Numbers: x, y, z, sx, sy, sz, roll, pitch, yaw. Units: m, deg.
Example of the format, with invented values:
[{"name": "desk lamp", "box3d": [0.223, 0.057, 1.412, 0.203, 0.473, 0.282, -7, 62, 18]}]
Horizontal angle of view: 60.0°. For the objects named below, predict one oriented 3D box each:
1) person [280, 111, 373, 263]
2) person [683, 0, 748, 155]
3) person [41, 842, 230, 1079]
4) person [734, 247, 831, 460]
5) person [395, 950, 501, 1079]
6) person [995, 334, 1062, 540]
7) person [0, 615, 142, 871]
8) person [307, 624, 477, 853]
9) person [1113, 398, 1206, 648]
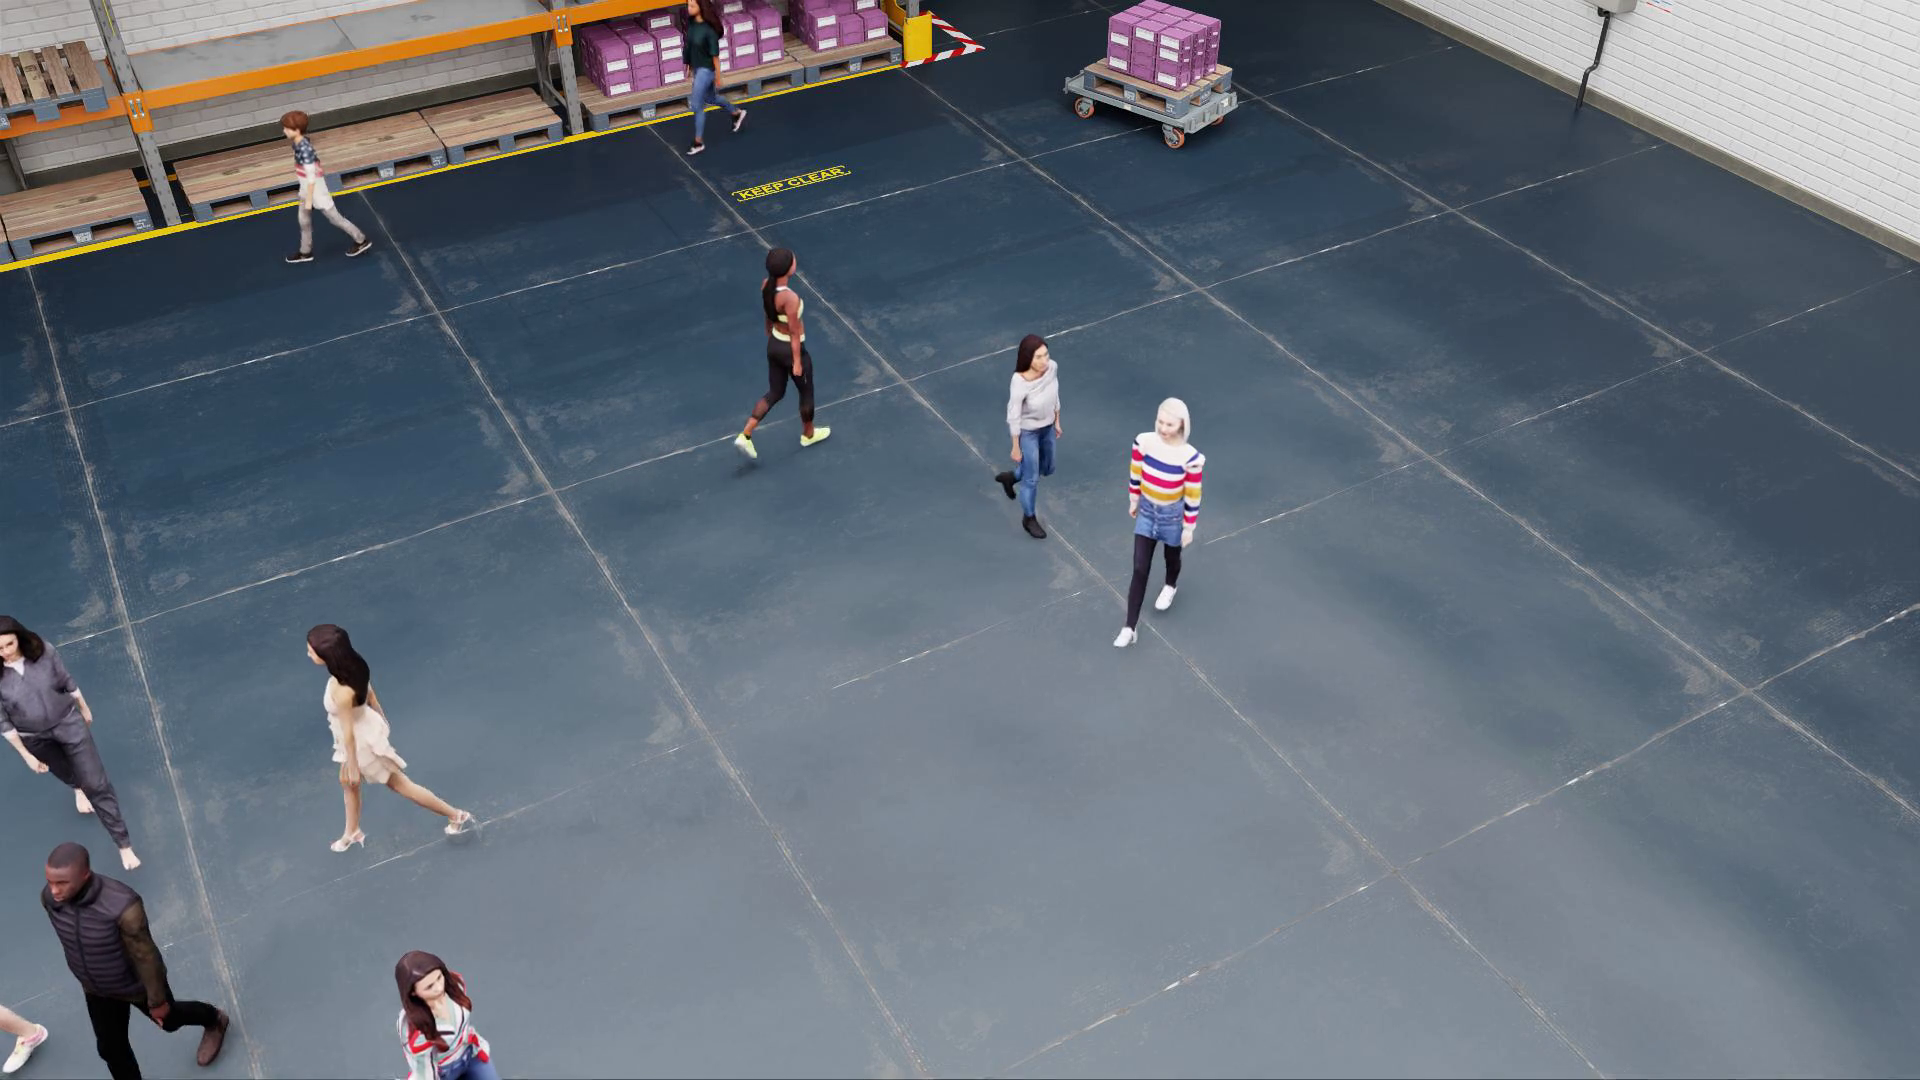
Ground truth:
[{"name": "person", "box3d": [-5.676, -3.128, 14.797, 0.970, 1.407, 0.557, -22, 44, -25]}, {"name": "person", "box3d": [-2.500, -4.705, 16.627, 1.094, 1.588, 0.704, -27, 46, -30]}, {"name": "person", "box3d": [-3.952, 2.055, 7.991, 1.129, 1.802, 1.180, 8, 39, 10]}, {"name": "person", "box3d": [-1.357, -1.338, 12.296, 1.086, 1.732, 0.692, -28, 46, -30]}, {"name": "person", "box3d": [-2.451, 2.424, 7.714, 1.073, 1.572, 1.107, 16, 41, 20]}, {"name": "person", "box3d": [0.456, -0.766, 11.672, 0.815, 1.617, 0.814, 30, 48, 32]}, {"name": "person", "box3d": [-5.151, 1.028, 9.352, 1.138, 1.709, 0.703, -25, 45, -28]}, {"name": "person", "box3d": [-3.186, 1.144, 9.222, 1.124, 1.691, 0.807, -7, 39, -9]}, {"name": "person", "box3d": [1.363, -0.179, 10.823, 1.028, 1.759, 1.202, 18, 42, 21]}]
